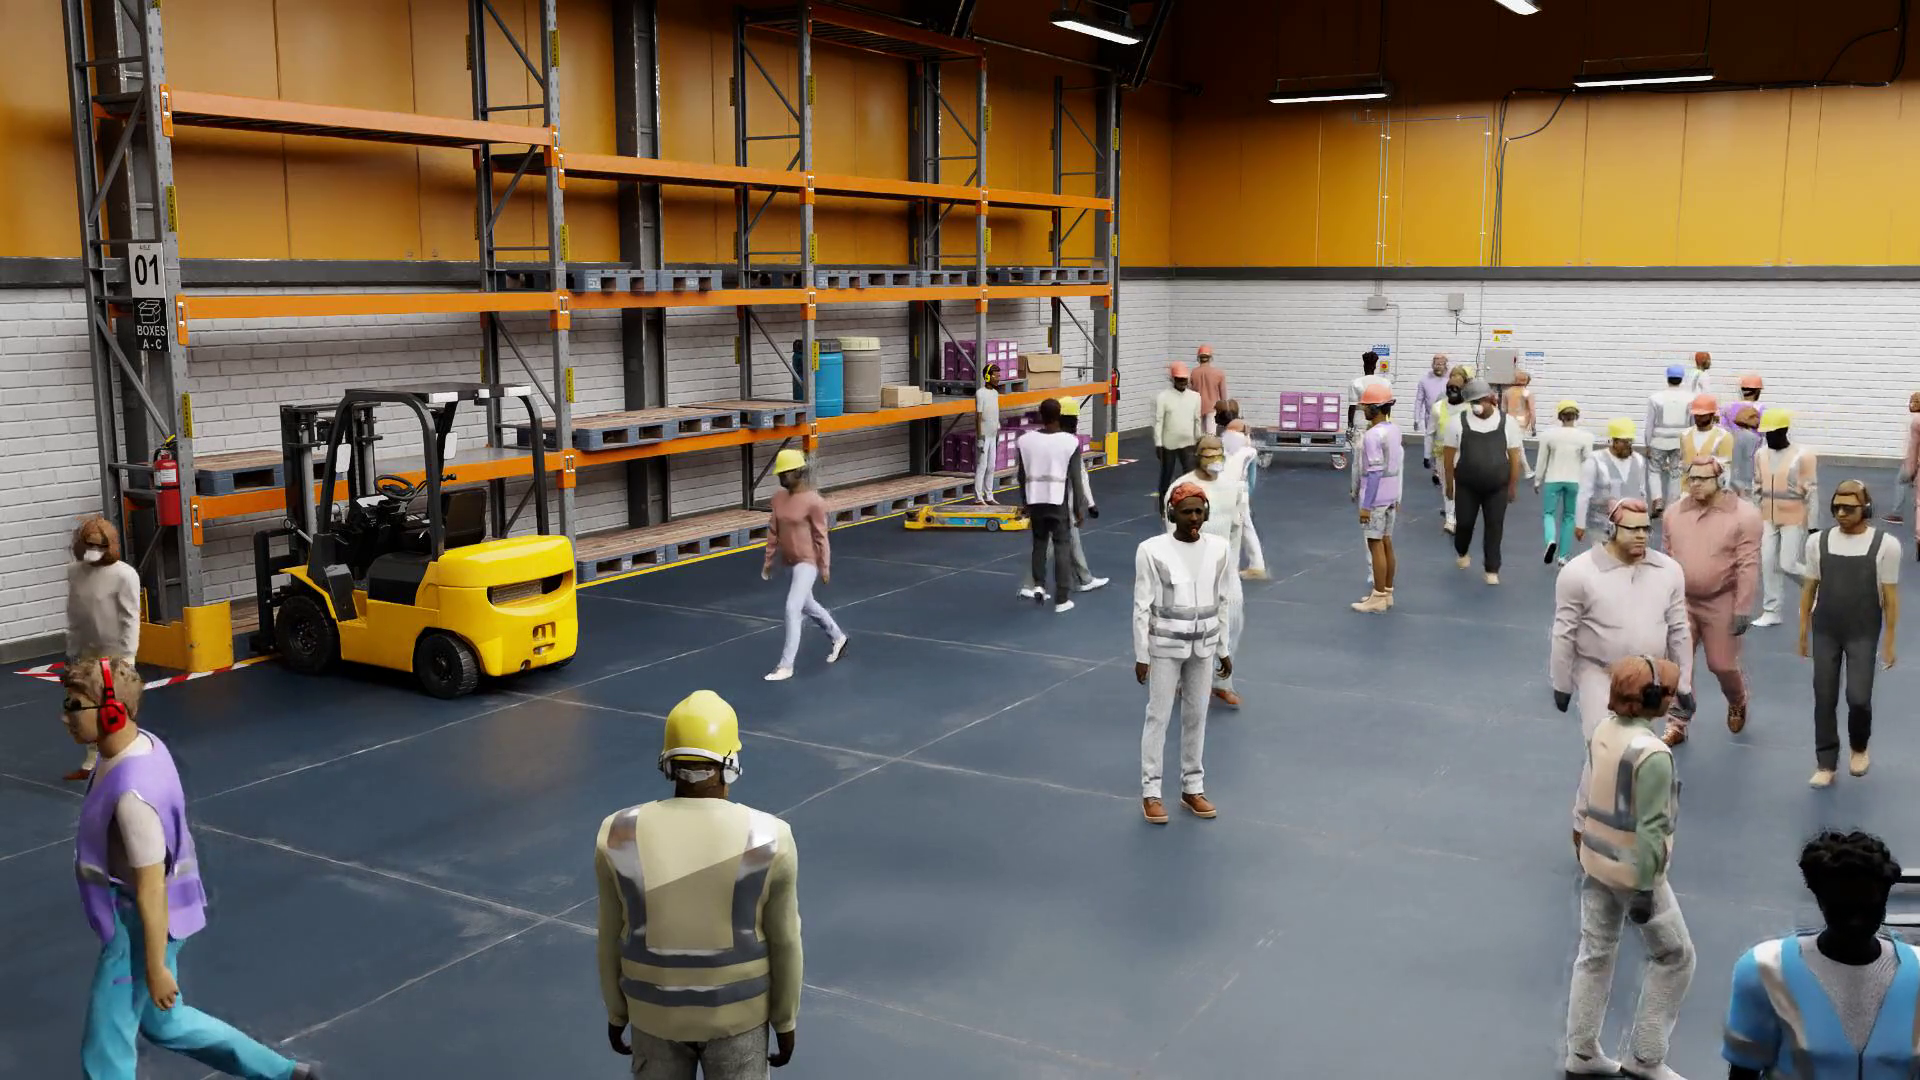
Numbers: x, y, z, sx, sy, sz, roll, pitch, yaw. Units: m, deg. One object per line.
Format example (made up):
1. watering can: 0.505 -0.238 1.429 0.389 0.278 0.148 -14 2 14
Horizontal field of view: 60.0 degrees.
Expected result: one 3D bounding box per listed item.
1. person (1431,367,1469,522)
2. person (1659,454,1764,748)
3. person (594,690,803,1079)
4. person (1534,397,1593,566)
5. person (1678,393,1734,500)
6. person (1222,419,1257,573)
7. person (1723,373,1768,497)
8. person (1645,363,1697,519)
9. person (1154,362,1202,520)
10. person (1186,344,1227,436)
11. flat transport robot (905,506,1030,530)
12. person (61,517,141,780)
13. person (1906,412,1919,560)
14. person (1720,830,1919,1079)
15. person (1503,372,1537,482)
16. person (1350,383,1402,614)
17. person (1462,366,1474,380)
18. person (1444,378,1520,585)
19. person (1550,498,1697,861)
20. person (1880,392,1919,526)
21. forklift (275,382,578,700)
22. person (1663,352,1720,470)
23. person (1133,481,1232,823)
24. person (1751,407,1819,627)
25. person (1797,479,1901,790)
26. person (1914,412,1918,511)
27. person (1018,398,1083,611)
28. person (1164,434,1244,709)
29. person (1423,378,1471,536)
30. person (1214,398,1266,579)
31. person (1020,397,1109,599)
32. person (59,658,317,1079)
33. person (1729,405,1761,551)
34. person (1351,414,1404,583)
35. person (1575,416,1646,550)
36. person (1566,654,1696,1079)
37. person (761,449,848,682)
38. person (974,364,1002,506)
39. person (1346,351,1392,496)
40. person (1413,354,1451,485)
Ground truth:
1. person: 5.987 -1.143 20.110 0.643 1.879 1.018 7 12 39
2. person: 4.772 0.378 10.611 0.730 1.881 0.647 -9 13 -44
3. person: -0.746 1.339 4.811 0.592 1.825 0.403 0 9 -1
4. person: 6.158 -0.577 16.988 0.548 1.737 0.602 3 10 19
5. person: 7.179 -0.485 16.027 0.996 1.886 0.544 -8 12 -40
6. person: 2.615 -0.389 16.295 0.534 1.606 0.700 0 9 2
7. person: 8.914 -0.949 18.929 1.031 1.889 0.552 -3 10 -18
8. person: 8.581 -1.166 20.085 0.605 1.935 0.426 2 9 15
9. person: 2.643 -1.154 19.976 0.652 1.938 1.019 -2 9 -12
10. person: 3.681 -1.959 24.993 0.613 1.965 0.967 3 10 18
11. flat transport robot: 0.094 -0.273 19.688 1.431 0.197 0.652 1 9 5
12. person: -5.049 0.657 9.727 0.675 1.611 0.289 4 10 23
13. person: 10.339 -0.722 17.547 0.645 1.871 0.897 6 11 32
14. person: 2.171 1.509 4.171 0.539 1.676 0.566 2 9 14
15. person: 8.086 -1.629 24.013 0.836 1.583 0.548 -4 10 -24
16. person: 3.685 -0.369 14.769 0.396 2.042 0.610 6 11 33
17. person: 6.814 -1.474 22.532 0.525 1.769 0.313 7 12 39
18. person: 5.077 -0.598 16.211 0.697 2.000 0.670 2 9 11
19. person: 3.366 0.729 8.412 0.649 1.888 0.512 -1 9 -8
20. person: 11.367 -0.967 19.837 0.534 1.601 0.723 -3 10 -17
21. forklift: -3.974 -0.067 12.417 2.313 2.155 1.214 5 11 30
22. person: 11.145 -1.930 25.203 1.006 1.839 0.591 1 9 6
23. person: 1.225 0.611 9.148 0.581 1.882 0.339 -3 10 -18
24. person: 7.035 -0.188 14.132 0.682 1.887 0.629 -4 10 -23
25. person: 5.165 0.552 9.691 0.536 1.825 0.450 8 12 41
26. person: 12.181 -1.258 20.705 0.556 1.917 0.601 -1 9 -7
27. person: 0.818 -0.319 14.933 0.614 1.891 0.498 3 10 18
28. person: 1.724 0.232 11.408 0.650 1.914 0.678 -4 10 -26
29. person: 5.663 -0.959 19.210 0.652 1.799 0.915 6 11 33
30. person: 2.587 -0.501 16.378 0.973 1.787 0.639 2 9 12
31. person: 0.965 -0.388 15.434 1.005 1.874 0.593 -4 10 -22
32. person: -2.582 1.249 5.372 0.813 1.822 0.575 -4 10 -24
33. person: 8.355 -0.660 17.958 0.746 1.602 0.505 -2 9 -10
34. person: 4.103 -0.446 16.358 0.482 1.695 0.909 0 9 0
35. person: 5.595 -0.190 14.395 0.633 1.803 0.631 -2 9 -11
36. person: 2.513 1.222 6.112 0.548 1.619 0.528 -1 9 -4
37. person: -1.157 0.151 12.538 0.513 1.718 0.906 8 12 42
38. person: 0.366 -1.308 21.218 0.333 1.860 0.509 5 11 30
39. person: 5.513 -1.564 22.469 0.609 1.965 0.368 -1 9 -4
40. person: 6.819 -1.721 23.781 0.674 1.851 0.978 5 10 29
